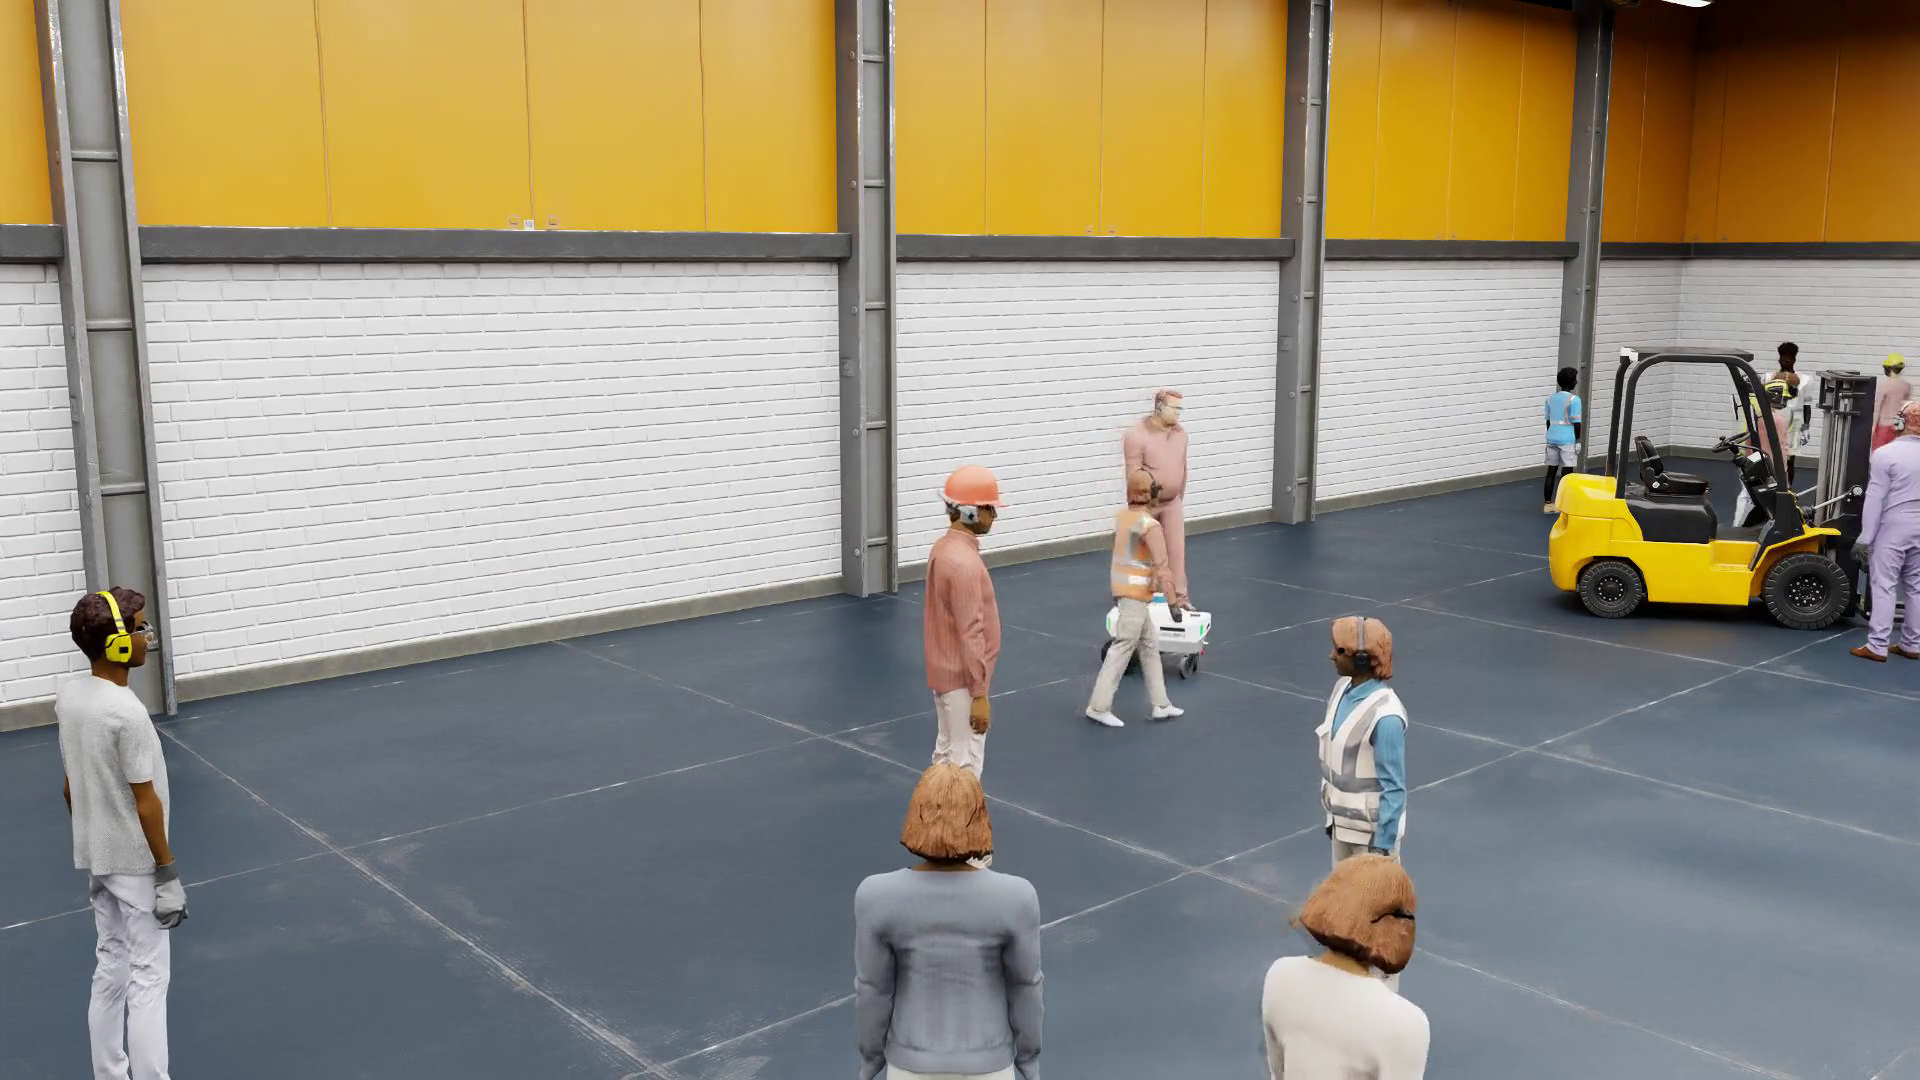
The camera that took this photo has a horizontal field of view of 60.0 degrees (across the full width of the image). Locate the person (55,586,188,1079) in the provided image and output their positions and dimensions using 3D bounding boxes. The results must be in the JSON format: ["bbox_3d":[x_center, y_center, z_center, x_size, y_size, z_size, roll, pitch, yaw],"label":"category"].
[{"bbox_3d":[-2.750,1.078,5.528,0.512,1.872,0.328,6,12,33],"label":"person"}]

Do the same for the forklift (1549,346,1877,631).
[{"bbox_3d":[6.109,-0.478,13.691,2.313,2.155,1.214,3,10,16],"label":"forklift"}]

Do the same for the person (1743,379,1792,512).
[{"bbox_3d":[7.786,-0.664,16.039,0.319,1.765,0.533,-2,10,-10],"label":"person"}]

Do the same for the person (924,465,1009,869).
[{"bbox_3d":[0.033,0.643,7.736,0.398,1.989,0.623,-2,10,-13],"label":"person"}]

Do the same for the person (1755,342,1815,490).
[{"bbox_3d":[9.523,-1.312,19.260,0.609,1.956,0.395,4,11,24],"label":"person"}]

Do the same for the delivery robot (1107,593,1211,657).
[{"bbox_3d":[1.411,0.619,11.786,0.707,0.478,0.477,3,10,16],"label":"delivery robot"}]

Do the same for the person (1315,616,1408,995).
[{"bbox_3d":[1.491,1.083,6.180,0.315,1.636,0.514,-2,10,-9],"label":"person"}]

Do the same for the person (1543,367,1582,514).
[{"bbox_3d":[6.831,-1.106,18.825,0.318,1.697,0.533,-4,11,-23],"label":"person"}]

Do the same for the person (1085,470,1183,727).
[{"bbox_3d":[1.078,0.374,10.429,0.697,1.599,0.611,-1,10,-8],"label":"person"}]

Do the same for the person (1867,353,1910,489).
[{"bbox_3d":[11.505,-1.423,20.519,0.534,1.745,0.583,-3,10,-19],"label":"person"}]

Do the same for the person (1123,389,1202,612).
[{"bbox_3d":[1.636,-0.276,13.457,0.676,1.857,0.939,-5,11,-26],"label":"person"}]

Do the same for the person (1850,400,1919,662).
[{"bbox_3d":[6.832,-0.062,12.108,0.658,1.907,0.407,-2,10,-10],"label":"person"}]

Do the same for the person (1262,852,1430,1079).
[{"bbox_3d":[0.916,1.504,3.806,0.676,1.593,0.545,-7,12,-34],"label":"person"}]

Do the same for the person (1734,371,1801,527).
[{"bbox_3d":[8.049,-0.761,16.492,0.616,1.814,0.629,0,10,-1],"label":"person"}]

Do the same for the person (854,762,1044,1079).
[{"bbox_3d":[-0.028,1.386,4.412,0.499,1.634,0.279,1,10,3],"label":"person"}]
